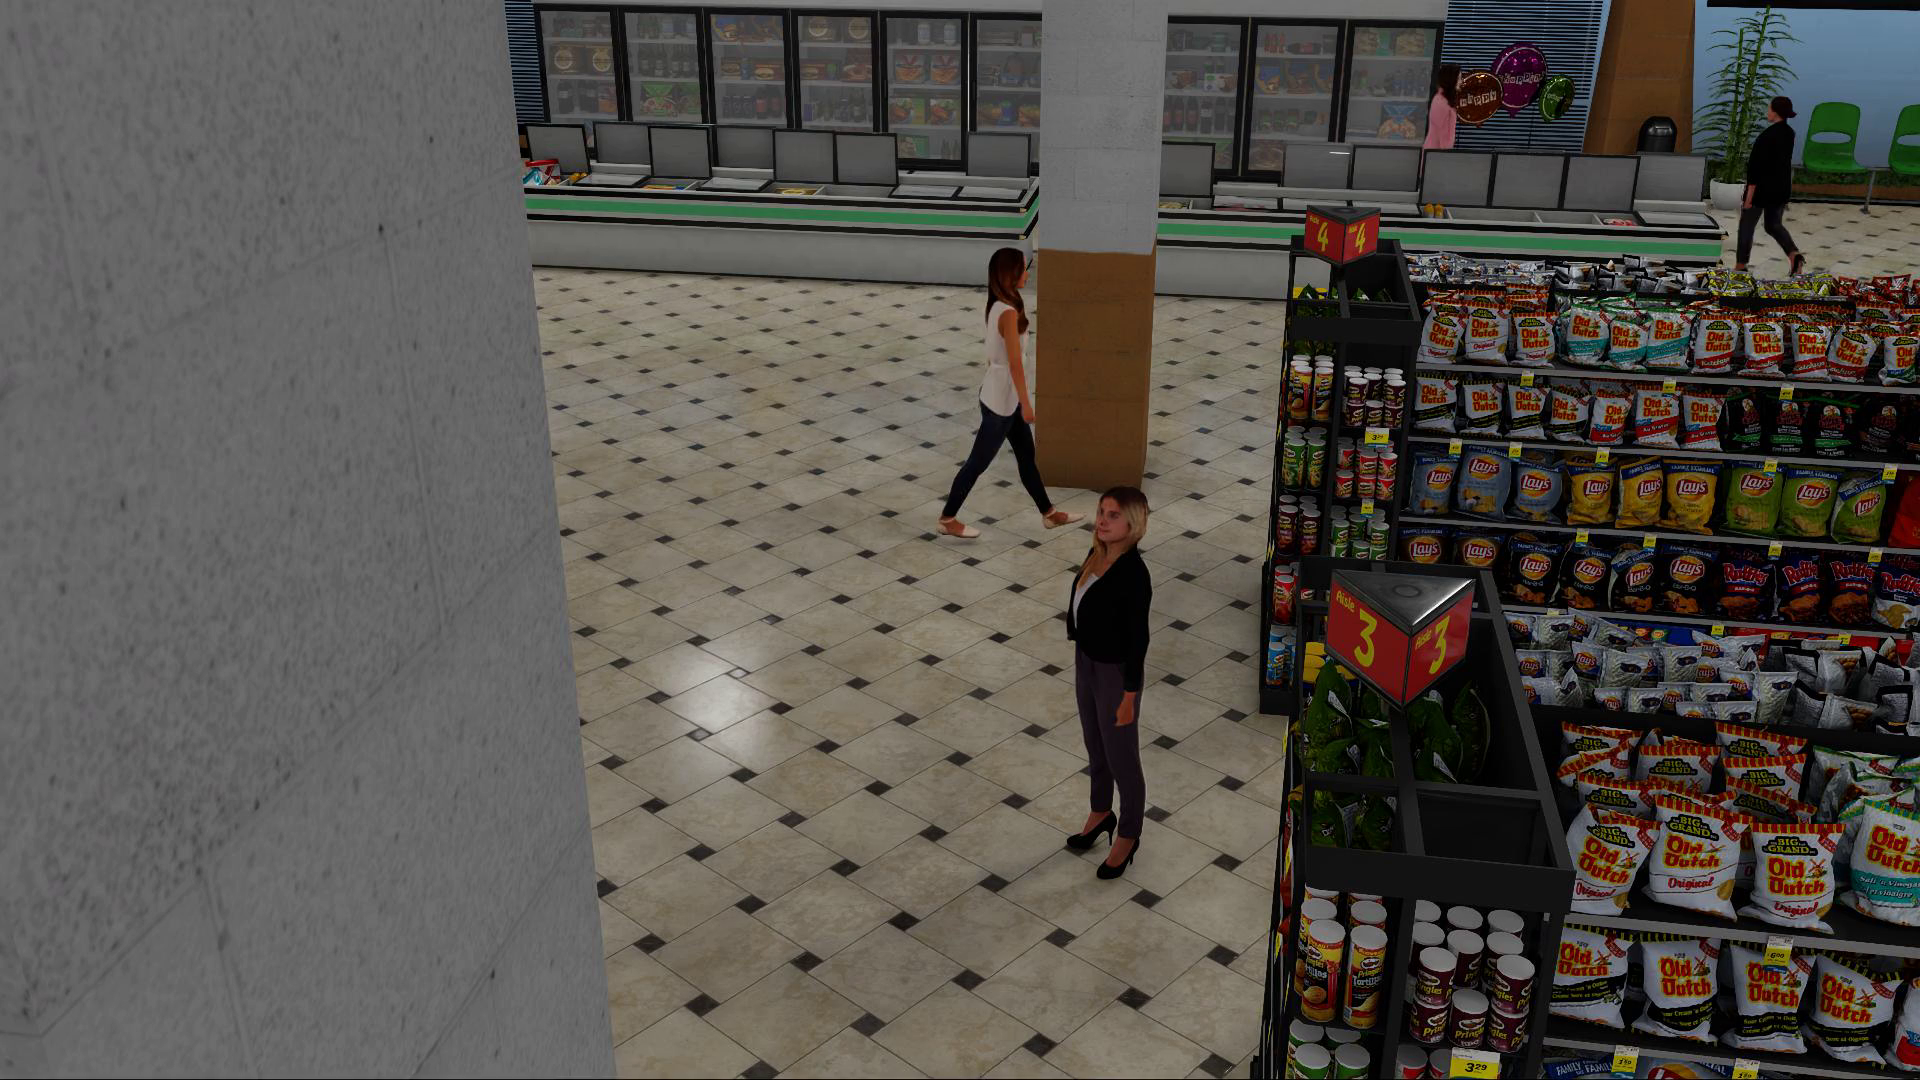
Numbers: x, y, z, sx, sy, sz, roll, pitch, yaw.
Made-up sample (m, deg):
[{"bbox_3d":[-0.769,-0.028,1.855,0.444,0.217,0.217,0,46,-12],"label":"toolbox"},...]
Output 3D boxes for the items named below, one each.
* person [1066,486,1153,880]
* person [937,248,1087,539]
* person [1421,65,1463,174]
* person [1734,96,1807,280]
[{"bbox_3d":[0.609,0.566,6.630,0.702,1.674,0.686,-9,25,-20],"label":"person"},{"bbox_3d":[0.152,-0.788,9.650,1.172,1.735,0.789,-1,24,-1],"label":"person"},{"bbox_3d":[4.583,-3.726,16.298,0.649,1.788,0.656,8,25,18],"label":"person"},{"bbox_3d":[7.357,-3.097,14.980,1.038,1.693,1.068,-14,27,-29],"label":"person"}]
